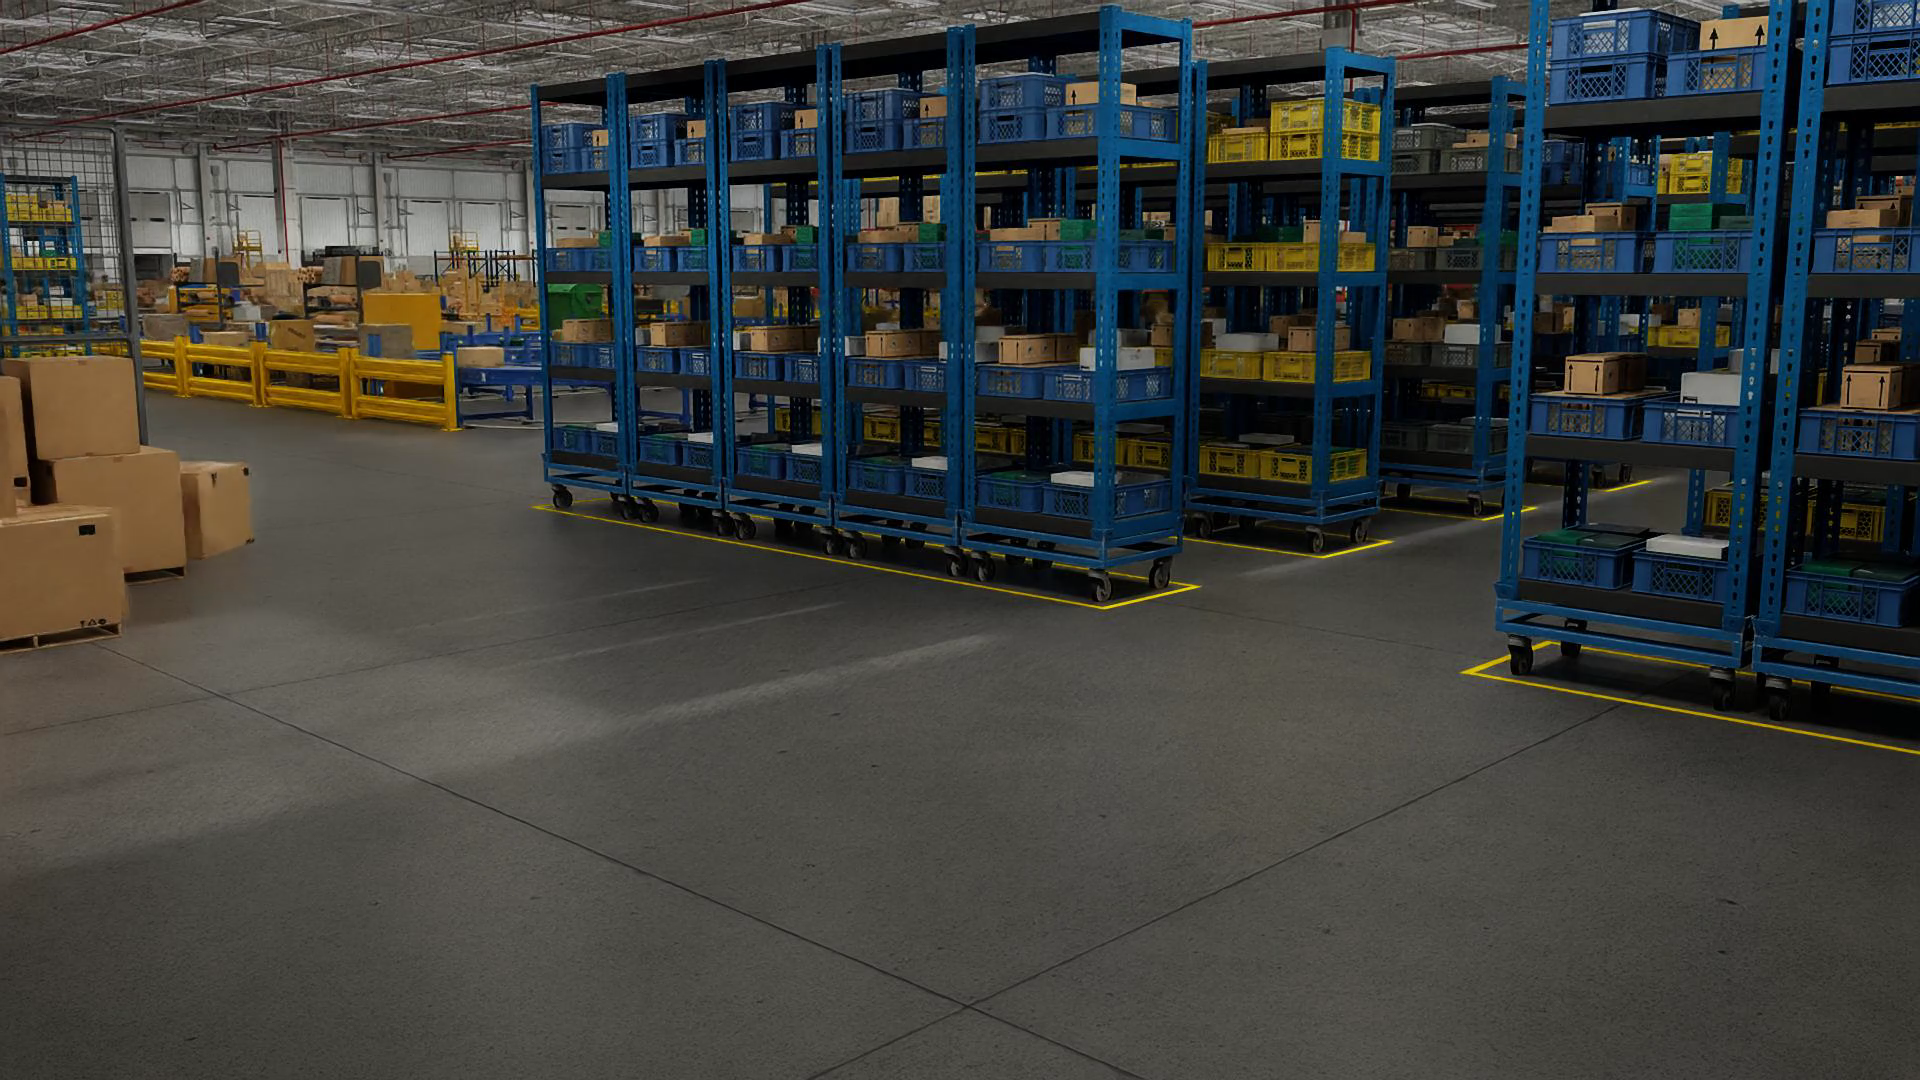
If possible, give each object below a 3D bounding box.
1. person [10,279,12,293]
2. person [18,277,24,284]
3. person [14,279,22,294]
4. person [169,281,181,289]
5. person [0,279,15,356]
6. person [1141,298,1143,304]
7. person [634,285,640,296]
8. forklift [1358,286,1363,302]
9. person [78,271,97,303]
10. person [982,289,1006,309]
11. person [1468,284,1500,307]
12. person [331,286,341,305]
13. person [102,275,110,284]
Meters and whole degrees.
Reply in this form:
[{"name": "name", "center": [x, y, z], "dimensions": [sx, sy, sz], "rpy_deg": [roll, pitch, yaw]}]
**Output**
[{"name": "person", "center": [-43.874, -11.277, 76.555], "dimensions": [0.535, 1.747, 0.727], "rpy_deg": [7, 12, 38]}, {"name": "person", "center": [-45.753, -12.133, 81.377], "dimensions": [0.861, 1.891, 0.593], "rpy_deg": [-3, 10, -17]}, {"name": "person", "center": [-40.537, -10.474, 71.786], "dimensions": [0.318, 1.697, 0.535], "rpy_deg": [6, 11, 32]}, {"name": "person", "center": [-22.847, -6.768, 48.531], "dimensions": [0.439, 1.874, 0.573], "rpy_deg": [-9, 13, -43]}, {"name": "person", "center": [-20.856, -4.769, 36.358], "dimensions": [0.535, 1.842, 0.436], "rpy_deg": [-4, 10, -24]}, {"name": "person", "center": [2.190, -2.261, 21.051], "dimensions": [0.429, 1.814, 0.617], "rpy_deg": [-7, 11, -35]}, {"name": "person", "center": [-17.598, -13.539, 90.120], "dimensions": [0.505, 1.845, 0.346], "rpy_deg": [-1, 9, -4]}, {"name": "forklift", "center": [11.100, -7.017, 46.970], "dimensions": [1.873, 2.768, 1.129], "rpy_deg": [9, 13, 43]}, {"name": "person", "center": [-28.689, -7.874, 54.791], "dimensions": [0.989, 2.000, 0.701], "rpy_deg": [-7, 11, -36]}, {"name": "person", "center": [0.415, -2.325, 20.985], "dimensions": [0.770, 1.972, 0.621], "rpy_deg": [-7, 11, -36]}, {"name": "person", "center": [8.855, -3.477, 28.317], "dimensions": [0.430, 1.879, 0.661], "rpy_deg": [-9, 13, -44]}, {"name": "person", "center": [-19.601, -7.421, 52.323], "dimensions": [0.374, 1.939, 0.545], "rpy_deg": [-3, 10, -20]}, {"name": "person", "center": [-34.287, -9.710, 66.675], "dimensions": [0.785, 1.846, 0.513], "rpy_deg": [-7, 12, -37]}]
